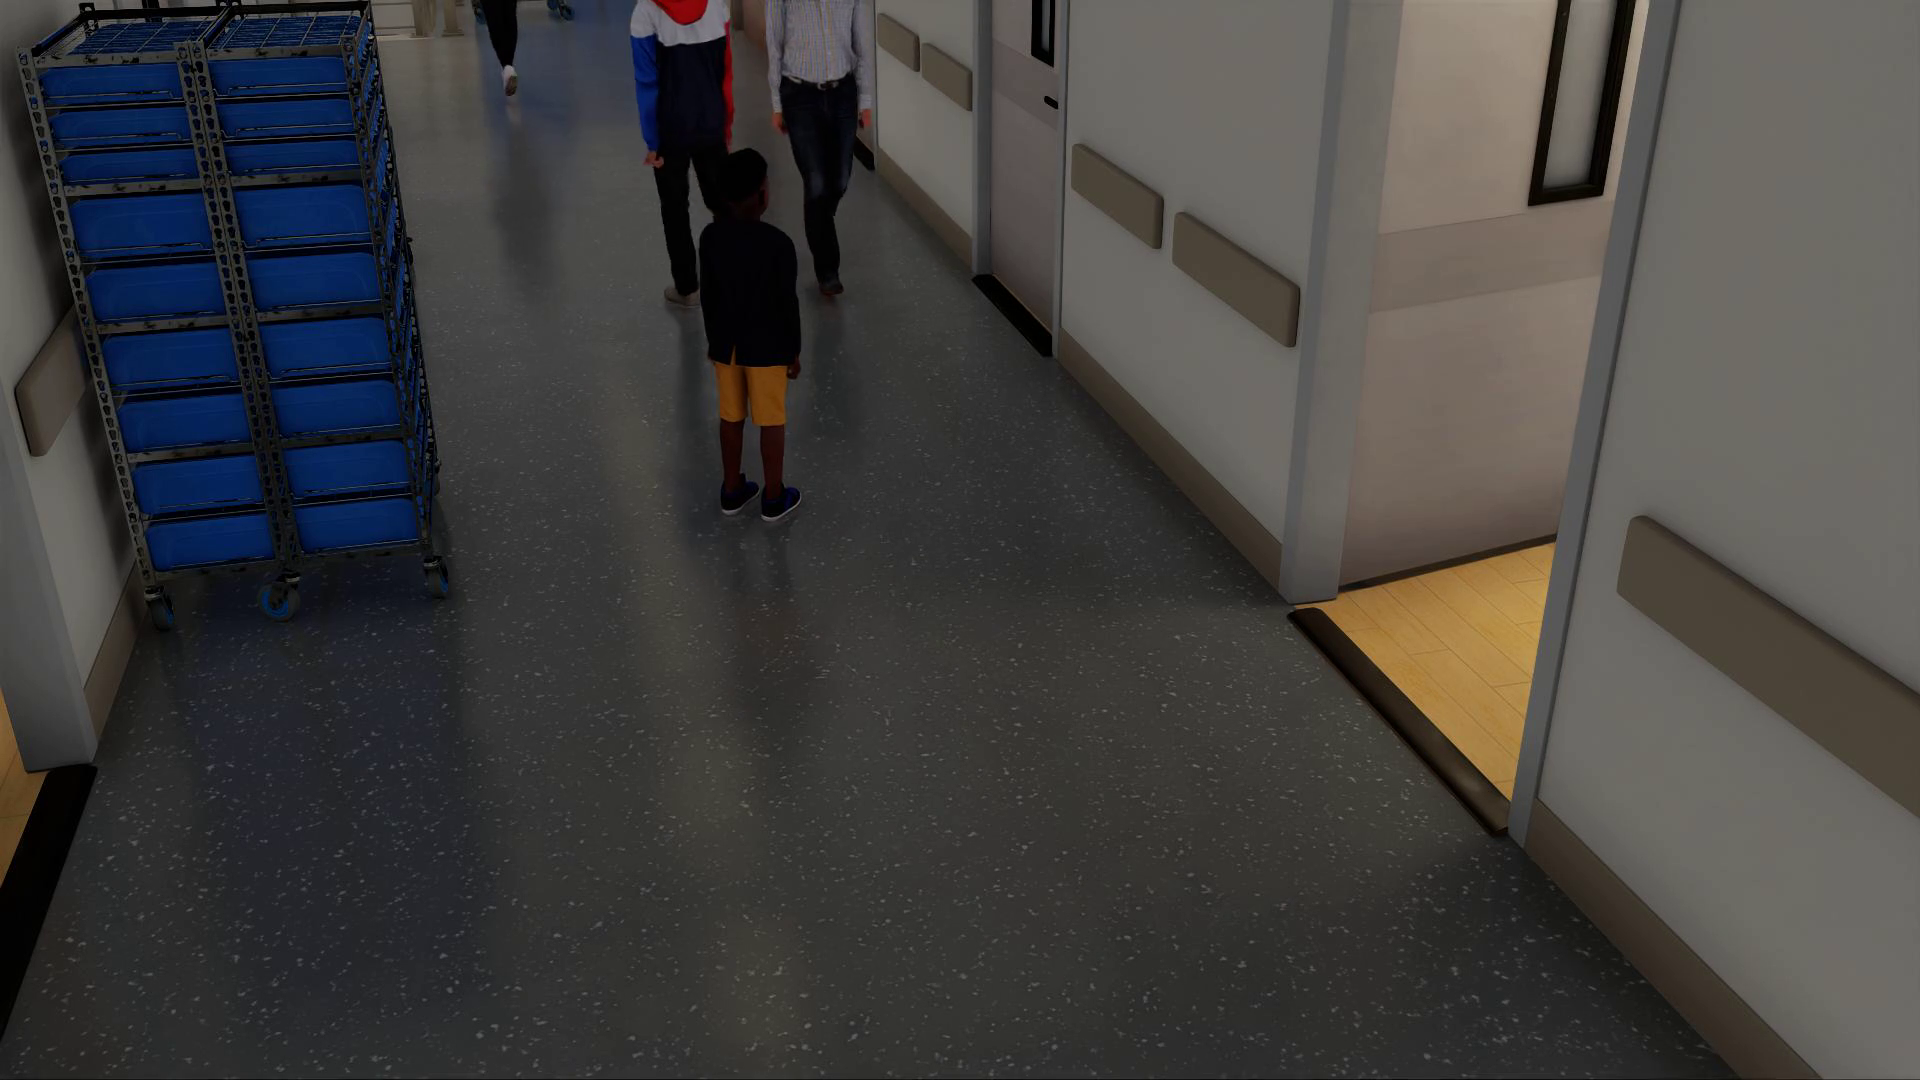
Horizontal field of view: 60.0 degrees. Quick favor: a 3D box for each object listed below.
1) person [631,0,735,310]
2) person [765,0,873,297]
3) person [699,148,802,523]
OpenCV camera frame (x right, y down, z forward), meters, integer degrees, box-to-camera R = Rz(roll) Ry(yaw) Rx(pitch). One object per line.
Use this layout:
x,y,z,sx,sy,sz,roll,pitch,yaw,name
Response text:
-1.191,-1.863,7.524,0.811,1.746,0.987,-16,30,-30,person
-0.688,-2.136,8.033,0.676,1.795,1.136,-8,27,-16,person
-0.716,-0.683,5.625,0.601,1.269,0.645,7,27,13,person
